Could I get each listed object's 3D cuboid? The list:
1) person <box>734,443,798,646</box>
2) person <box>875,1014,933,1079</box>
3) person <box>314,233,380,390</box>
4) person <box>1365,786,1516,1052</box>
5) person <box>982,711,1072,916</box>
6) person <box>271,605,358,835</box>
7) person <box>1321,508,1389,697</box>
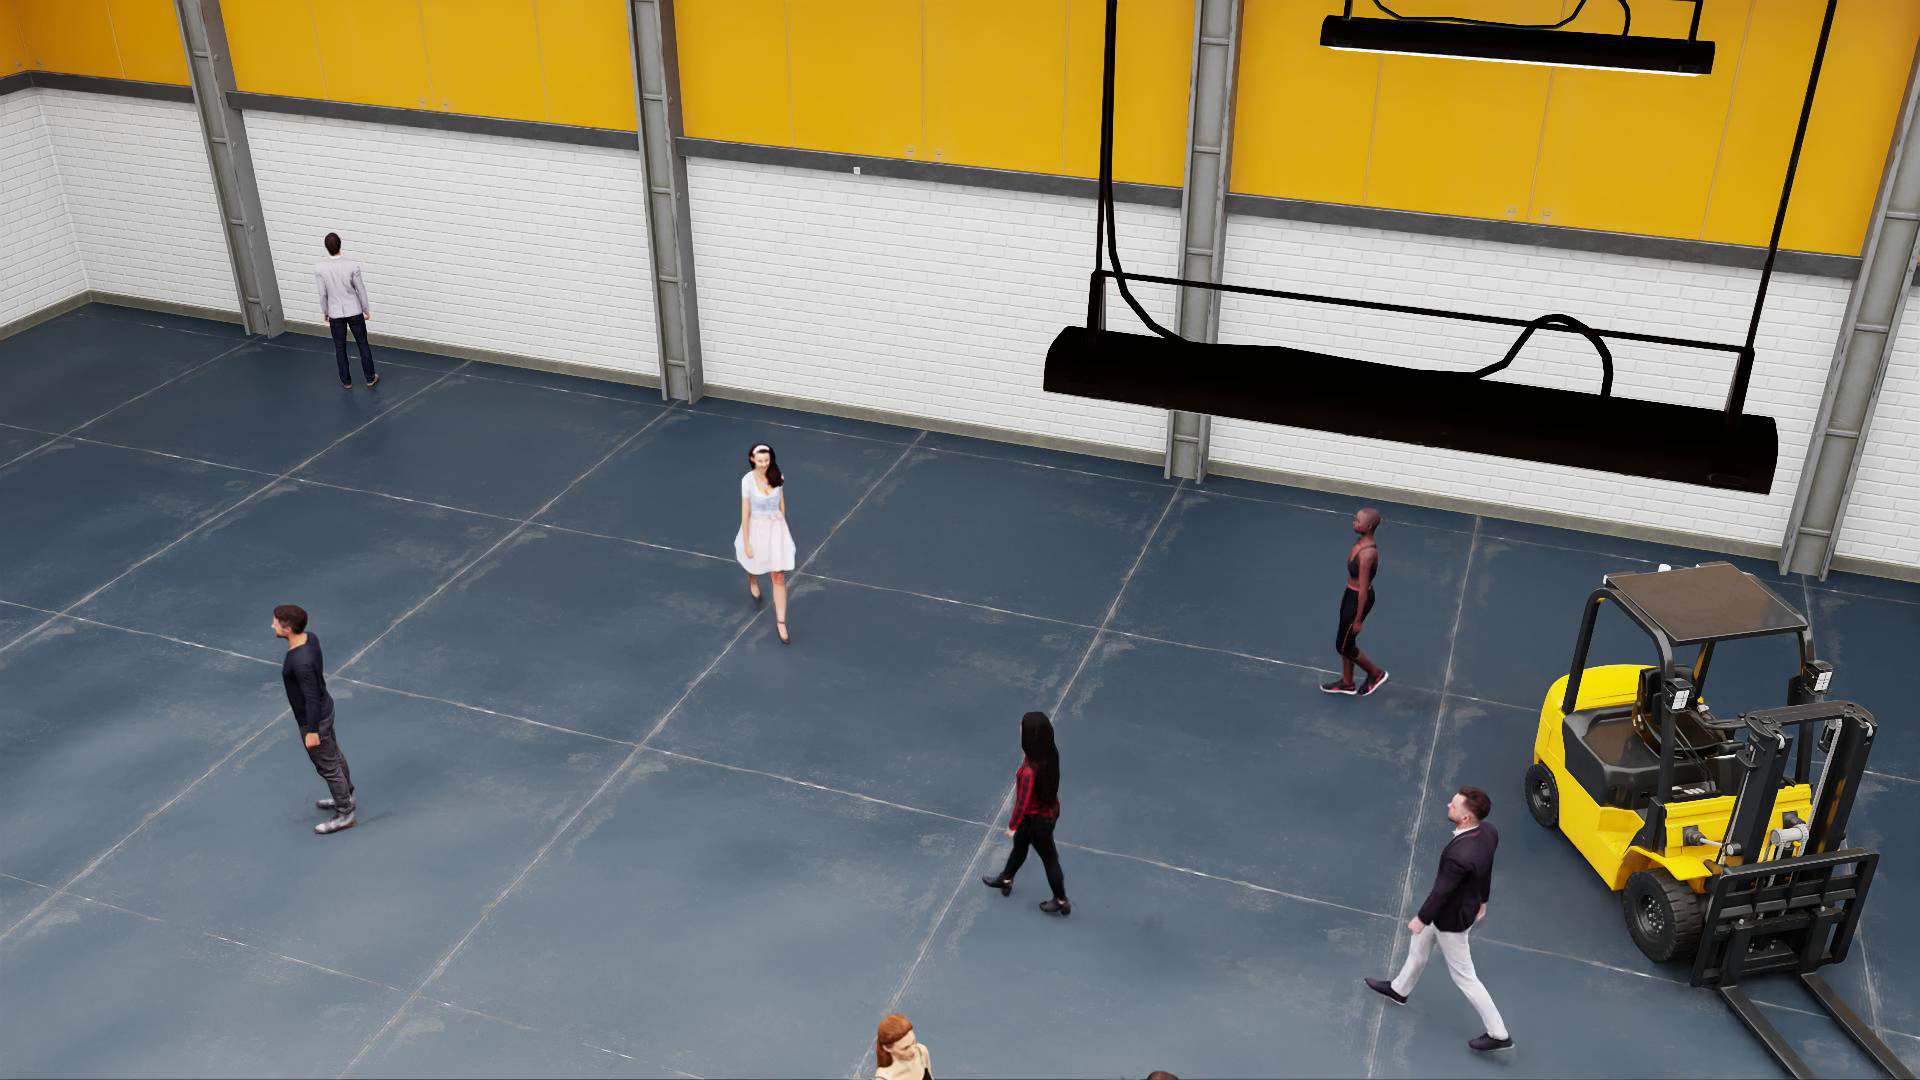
[{"bbox_3d":[-1.763,-0.041,14.637,1.163,1.767,1.208,-12,31,-22],"label":"person"},{"bbox_3d":[-0.349,3.153,8.961,1.065,1.595,0.746,19,34,31],"label":"person"},{"bbox_3d":[-7.163,-2.669,19.367,0.719,1.850,0.823,-8,30,-14],"label":"person"},{"bbox_3d":[3.123,2.360,10.203,1.312,1.798,0.897,18,34,30],"label":"person"},{"bbox_3d":[0.627,1.890,11.238,0.876,1.632,0.591,10,30,17],"label":"person"},{"bbox_3d":[-4.685,1.282,12.105,0.733,1.868,0.719,-7,29,-13],"label":"person"},{"bbox_3d":[3.343,0.544,13.586,0.823,1.746,0.710,3,29,5],"label":"person"}]
